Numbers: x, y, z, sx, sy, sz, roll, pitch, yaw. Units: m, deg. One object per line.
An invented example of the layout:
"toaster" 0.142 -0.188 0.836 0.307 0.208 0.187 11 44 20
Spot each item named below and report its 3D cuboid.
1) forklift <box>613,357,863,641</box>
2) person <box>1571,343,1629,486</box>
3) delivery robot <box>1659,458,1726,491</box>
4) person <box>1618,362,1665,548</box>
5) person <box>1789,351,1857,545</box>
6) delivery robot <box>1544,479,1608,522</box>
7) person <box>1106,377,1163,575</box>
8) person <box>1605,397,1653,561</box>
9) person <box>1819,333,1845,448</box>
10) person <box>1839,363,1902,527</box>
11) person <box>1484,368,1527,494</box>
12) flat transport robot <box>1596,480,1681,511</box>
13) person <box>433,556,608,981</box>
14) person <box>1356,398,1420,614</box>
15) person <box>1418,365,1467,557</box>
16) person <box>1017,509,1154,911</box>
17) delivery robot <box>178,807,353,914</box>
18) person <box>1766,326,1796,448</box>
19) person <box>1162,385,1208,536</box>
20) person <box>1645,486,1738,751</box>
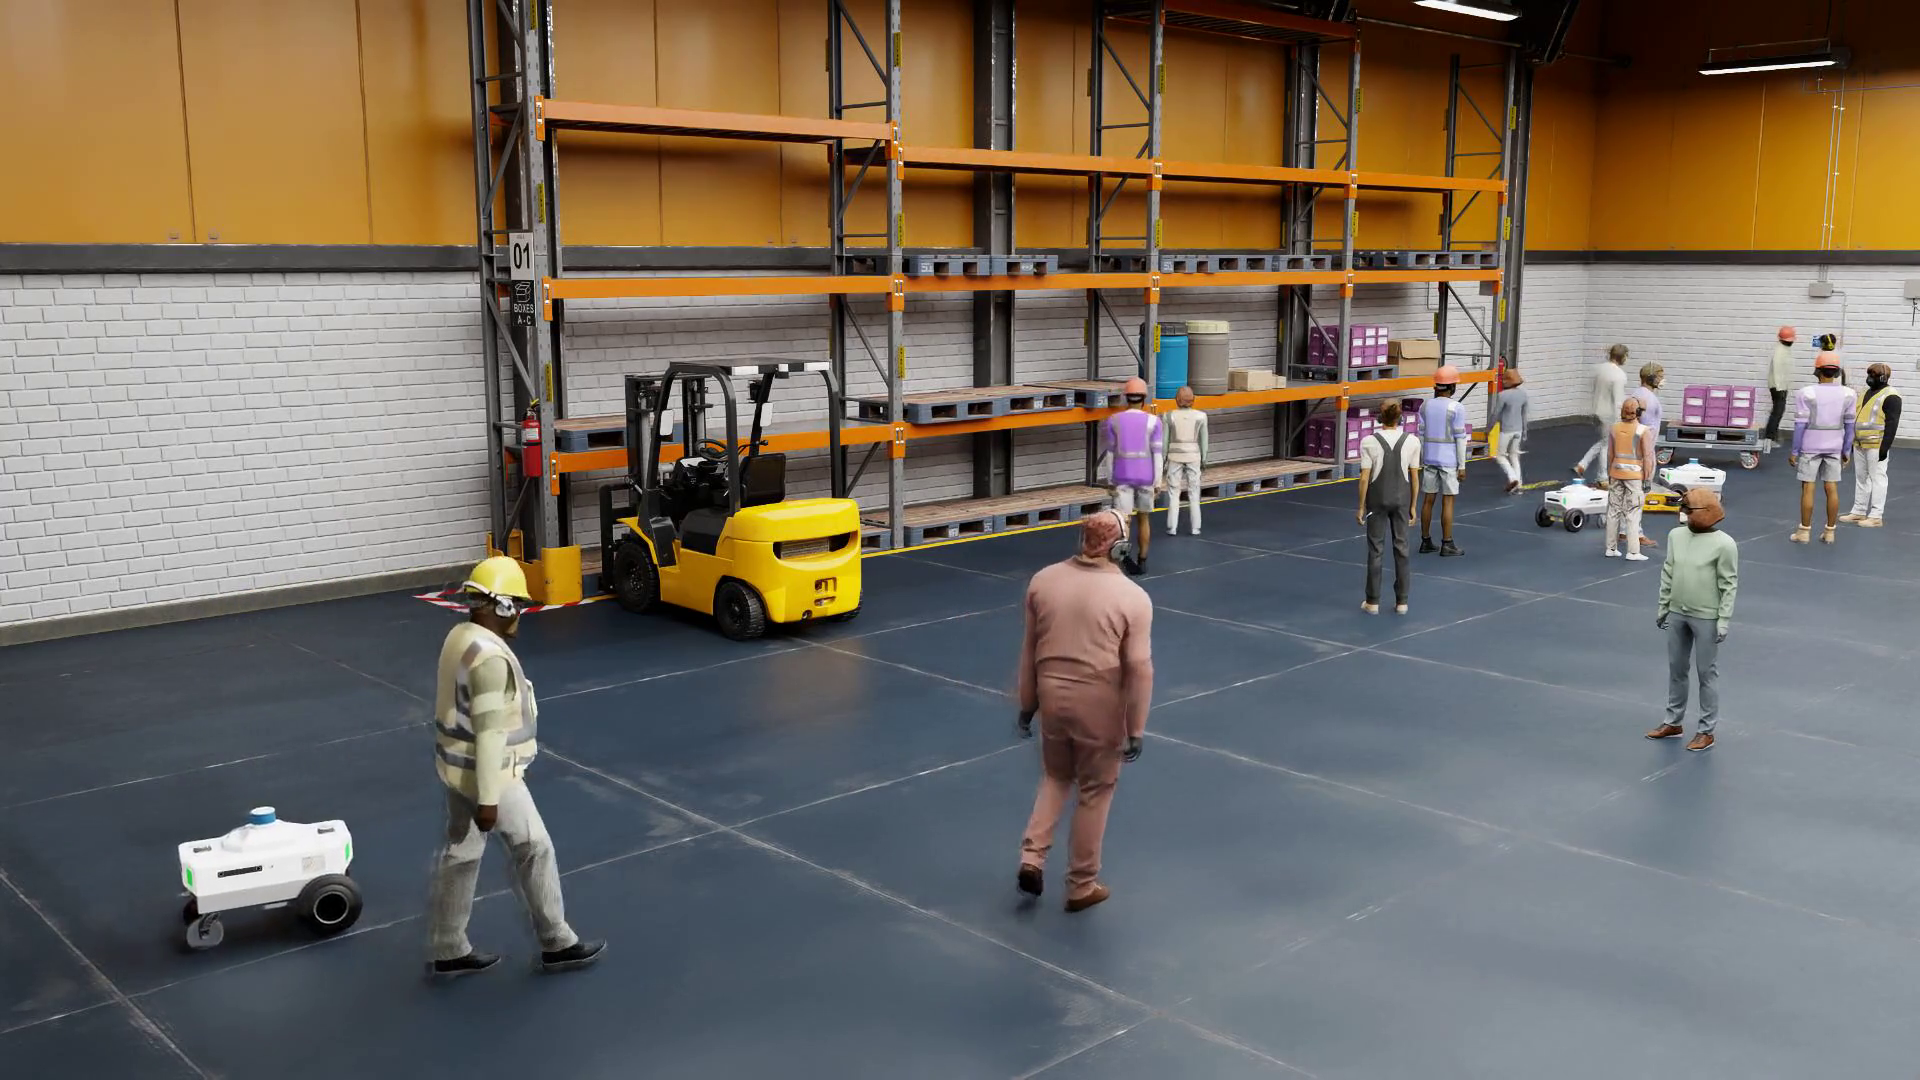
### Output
"forklift" -1.847 -0.414 13.852 1.214 2.155 2.313 -9 13 -42
"person" 8.344 -1.594 21.553 0.518 1.920 0.653 0 10 -3
"delivery robot" 8.975 -0.757 20.378 0.707 0.478 0.477 1 10 7
"person" 7.148 -0.898 17.435 0.359 1.938 0.632 1 10 9
"person" 9.067 -0.967 17.532 0.616 2.041 0.377 1 10 5
"delivery robot" 6.865 -0.440 18.524 0.707 0.478 0.477 -5 11 -26
"person" 1.638 -0.574 15.670 0.549 1.901 0.748 1 10 7
"person" 6.680 -0.609 16.617 0.308 1.641 0.517 -6 11 -30
"person" 13.743 -2.330 26.172 0.697 1.836 0.306 -5 11 -25
"person" 10.263 -1.072 18.736 0.429 1.846 0.627 -1 10 -6
"person" 6.996 -1.369 21.131 0.516 1.617 0.464 -6 11 -29
"flat transport robot" 8.255 -0.550 20.272 0.652 0.197 1.431 1 10 7
"person" -1.889 0.956 7.016 0.792 1.783 0.594 -7 12 -34
"person" 3.623 -0.284 14.111 0.507 1.847 0.351 1 10 4
"person" 4.901 -0.802 16.866 0.354 1.942 0.545 -8 12 -38
"person" 0.569 0.797 7.696 0.669 1.878 0.516 7 12 35
"delivery robot" -3.122 1.446 7.483 0.707 0.478 0.477 -5 11 -28
"person" 13.076 -2.436 26.449 0.416 1.939 0.822 8 12 38
"person" 2.430 -0.850 18.033 0.522 1.638 0.310 0 10 3
"person" 4.527 0.478 10.273 0.278 1.631 0.507 -5 11 -27
